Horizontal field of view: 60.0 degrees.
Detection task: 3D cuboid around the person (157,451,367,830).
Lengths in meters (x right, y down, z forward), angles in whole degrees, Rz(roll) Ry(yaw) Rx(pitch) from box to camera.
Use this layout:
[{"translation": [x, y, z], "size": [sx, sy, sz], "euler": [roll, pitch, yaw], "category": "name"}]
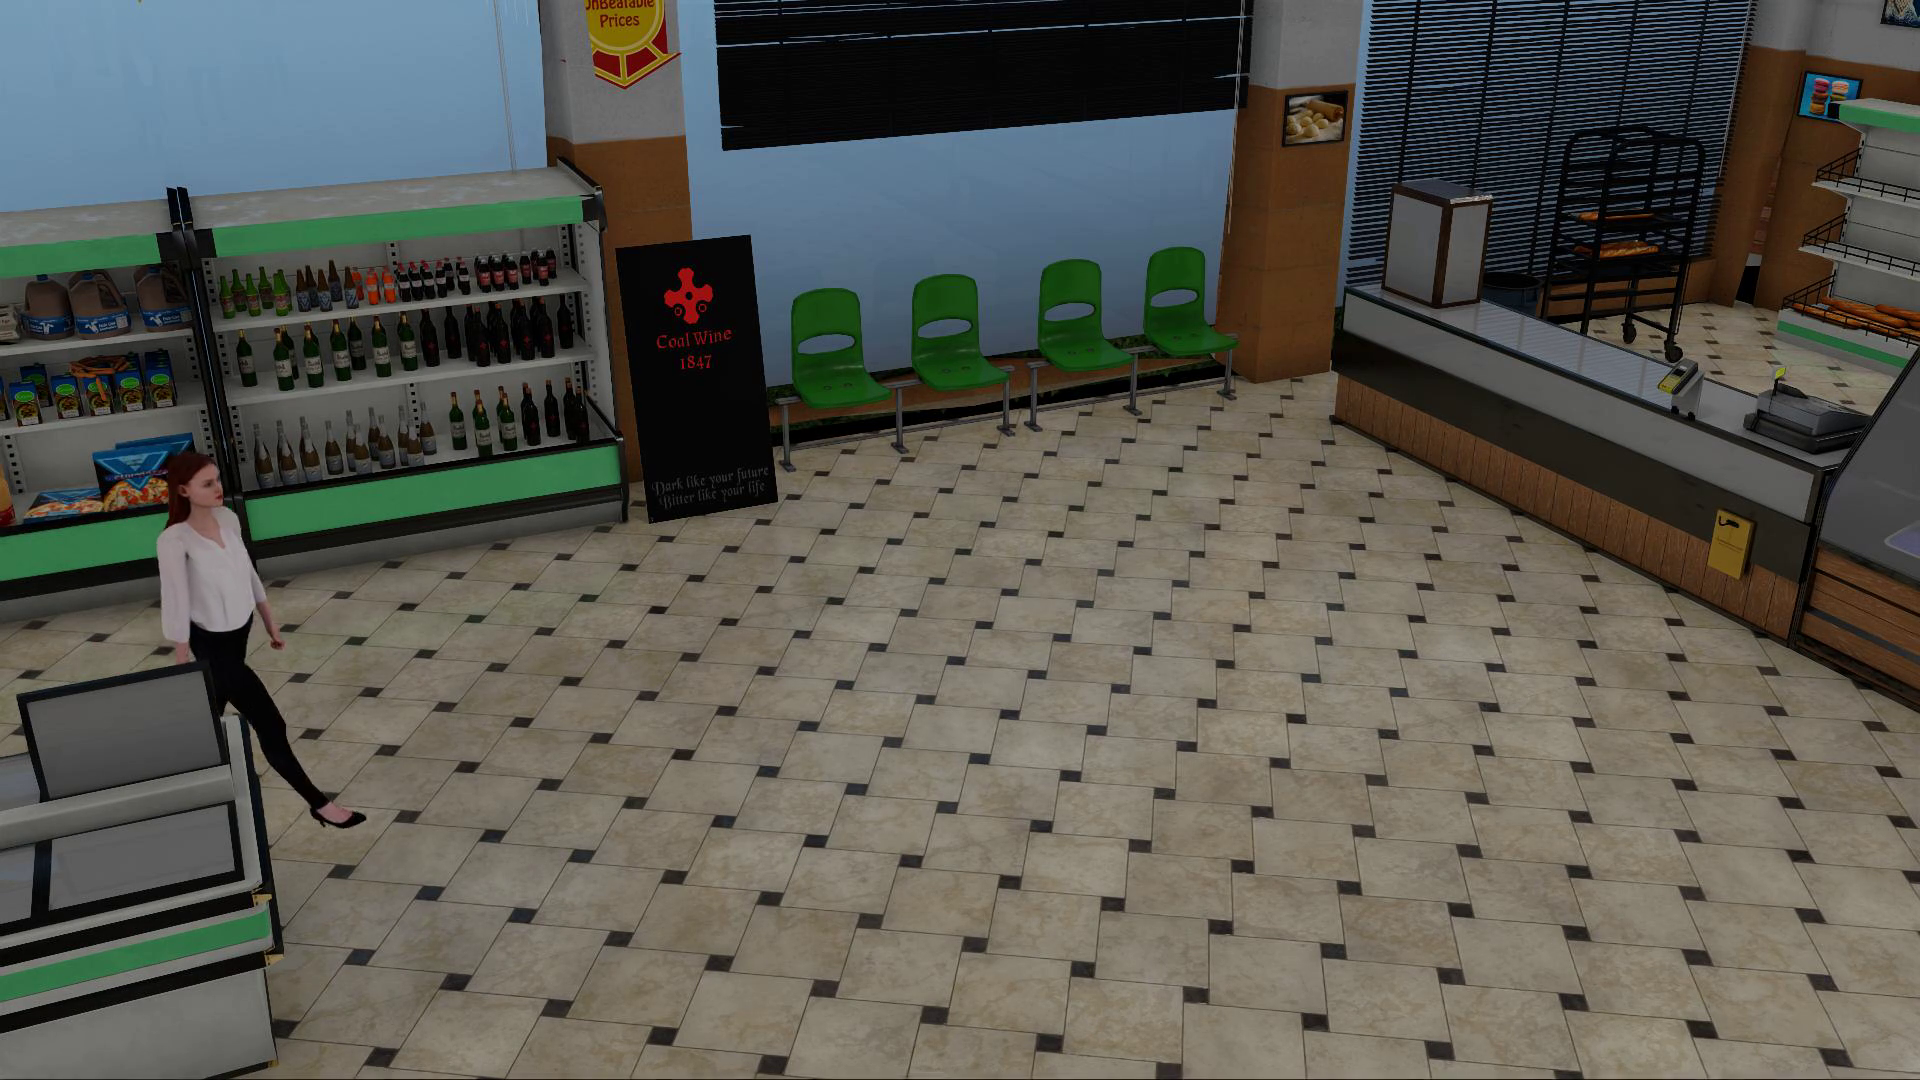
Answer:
[{"translation": [-3.135, 0.473, 6.915], "size": [1.220, 1.706, 1.039], "euler": [4, 24, 9], "category": "person"}]
